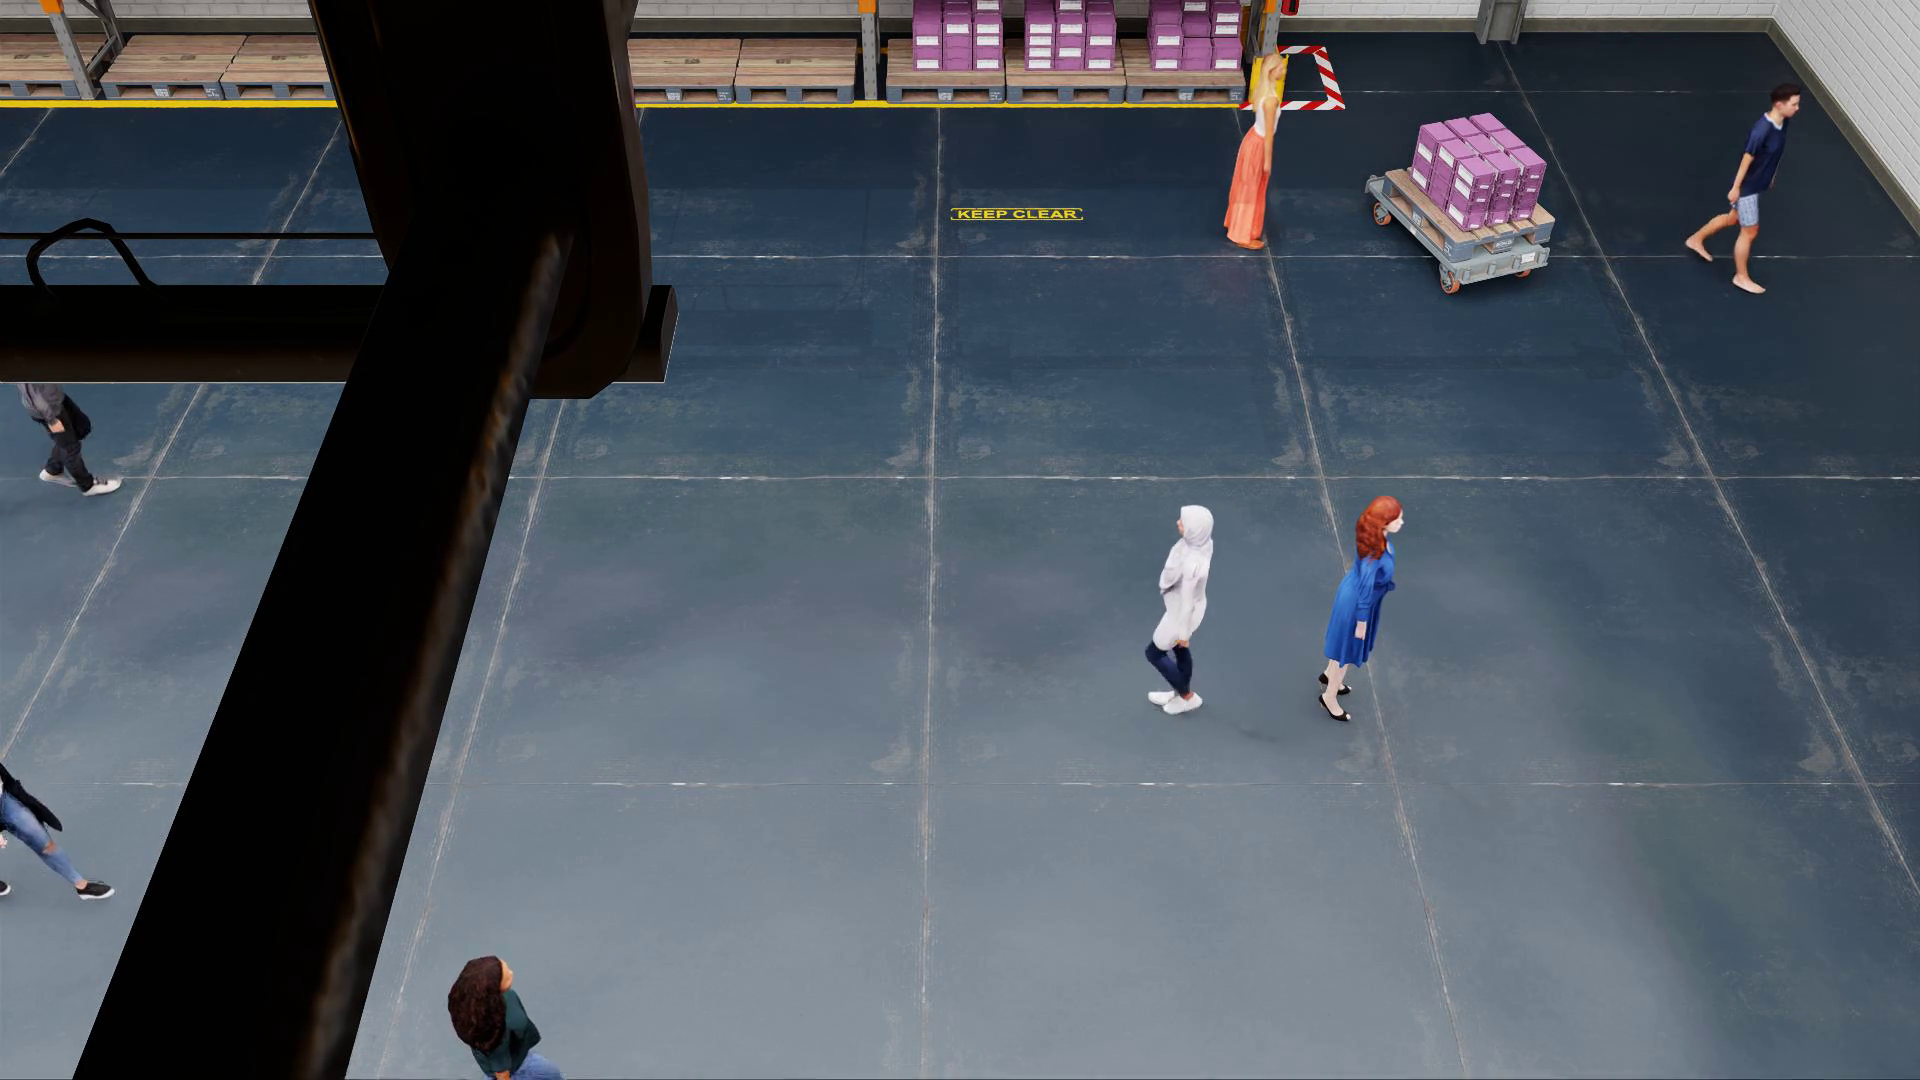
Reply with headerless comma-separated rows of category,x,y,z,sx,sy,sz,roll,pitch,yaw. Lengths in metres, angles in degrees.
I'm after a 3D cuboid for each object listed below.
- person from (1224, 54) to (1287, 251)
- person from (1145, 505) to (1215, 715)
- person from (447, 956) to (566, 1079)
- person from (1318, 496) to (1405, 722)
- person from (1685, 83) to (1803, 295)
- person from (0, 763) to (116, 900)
person,2.607,-3.402,14.531,0.583,1.801,0.627,1,44,1
person,1.483,0.476,10.486,0.743,1.766,0.717,14,45,14
person,-2.354,2.635,8.347,1.013,1.590,0.884,-26,49,-25
person,2.516,0.412,10.509,0.653,1.827,0.675,10,45,10
person,6.676,-3.060,14.164,1.079,1.813,1.129,-34,53,-30
person,-5.625,1.555,9.451,1.195,1.630,0.793,8,44,9
